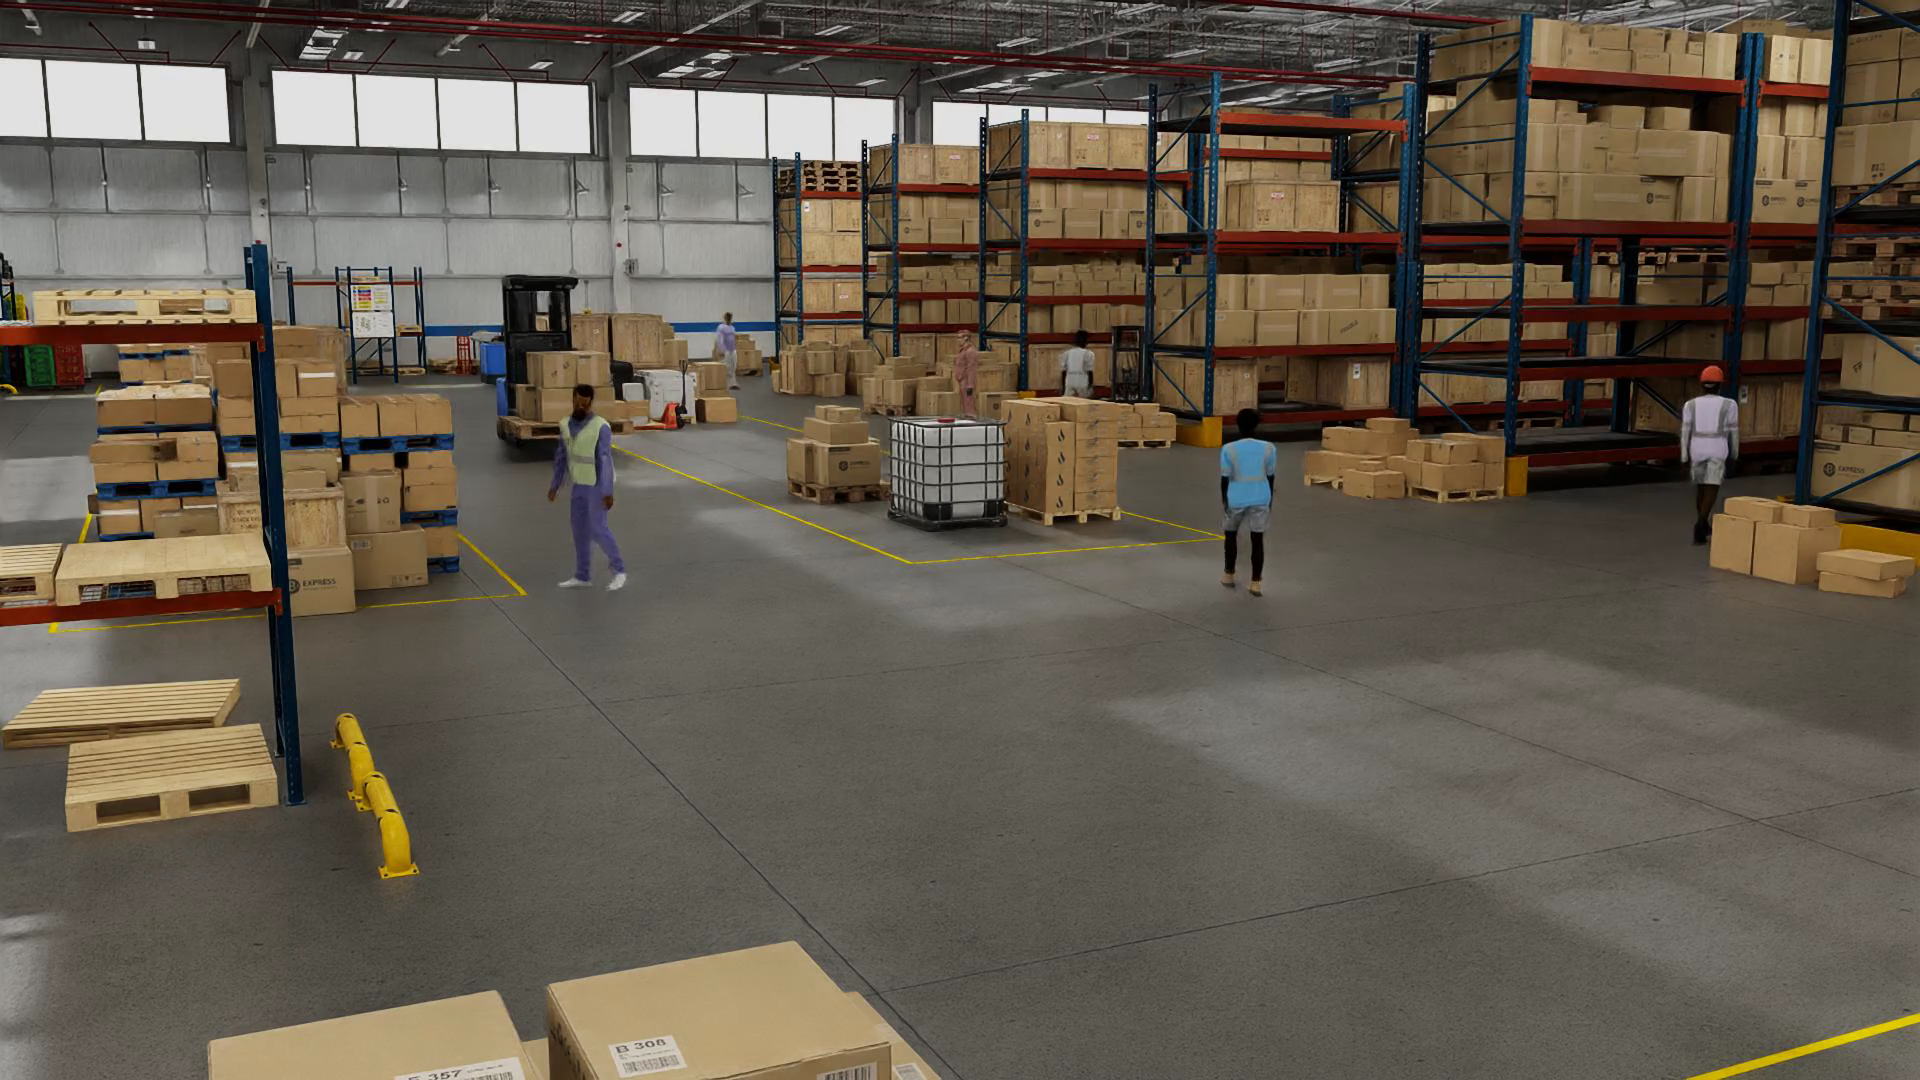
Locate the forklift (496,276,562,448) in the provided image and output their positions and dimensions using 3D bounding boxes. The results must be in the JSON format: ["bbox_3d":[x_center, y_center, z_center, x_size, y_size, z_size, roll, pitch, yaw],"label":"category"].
[{"bbox_3d":[-7.136,-3.034,27.911,1.129,2.768,1.873,-4,10,-25],"label":"forklift"}]

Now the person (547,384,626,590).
[{"bbox_3d":[-3.404,-0.489,15.192,0.782,1.899,0.428,7,12,39],"label":"person"}]

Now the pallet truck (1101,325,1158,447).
[{"bbox_3d":[2.881,-2.596,27.923,0.823,1.965,1.885,-1,9,-7],"label":"pallet truck"}]

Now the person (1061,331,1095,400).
[{"bbox_3d":[2.046,-2.665,28.718,0.641,1.882,1.129,4,10,25],"label":"person"}]

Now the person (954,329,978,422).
[{"bbox_3d":[0.097,-2.685,28.765,0.401,1.904,0.650,-2,9,-11],"label":"person"}]

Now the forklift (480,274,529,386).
[{"bbox_3d":[-11.255,-5.376,42.441,1.873,2.768,1.129,-4,10,-25],"label":"forklift"}]

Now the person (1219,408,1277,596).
[{"bbox_3d":[2.581,-0.355,15.046,0.550,1.670,0.768,0,9,-2],"label":"person"}]

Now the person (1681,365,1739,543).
[{"bbox_3d":[8.047,-0.932,17.920,0.561,1.910,0.918,7,12,38],"label":"person"}]

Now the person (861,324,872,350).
[{"bbox_3d":[-2.304,-4.724,42.269,0.388,1.623,0.574,-7,12,-37],"label":"person"}]

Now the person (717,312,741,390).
[{"bbox_3d":[-5.719,-4.644,40.902,0.629,1.912,0.650,5,11,30],"label":"person"}]
